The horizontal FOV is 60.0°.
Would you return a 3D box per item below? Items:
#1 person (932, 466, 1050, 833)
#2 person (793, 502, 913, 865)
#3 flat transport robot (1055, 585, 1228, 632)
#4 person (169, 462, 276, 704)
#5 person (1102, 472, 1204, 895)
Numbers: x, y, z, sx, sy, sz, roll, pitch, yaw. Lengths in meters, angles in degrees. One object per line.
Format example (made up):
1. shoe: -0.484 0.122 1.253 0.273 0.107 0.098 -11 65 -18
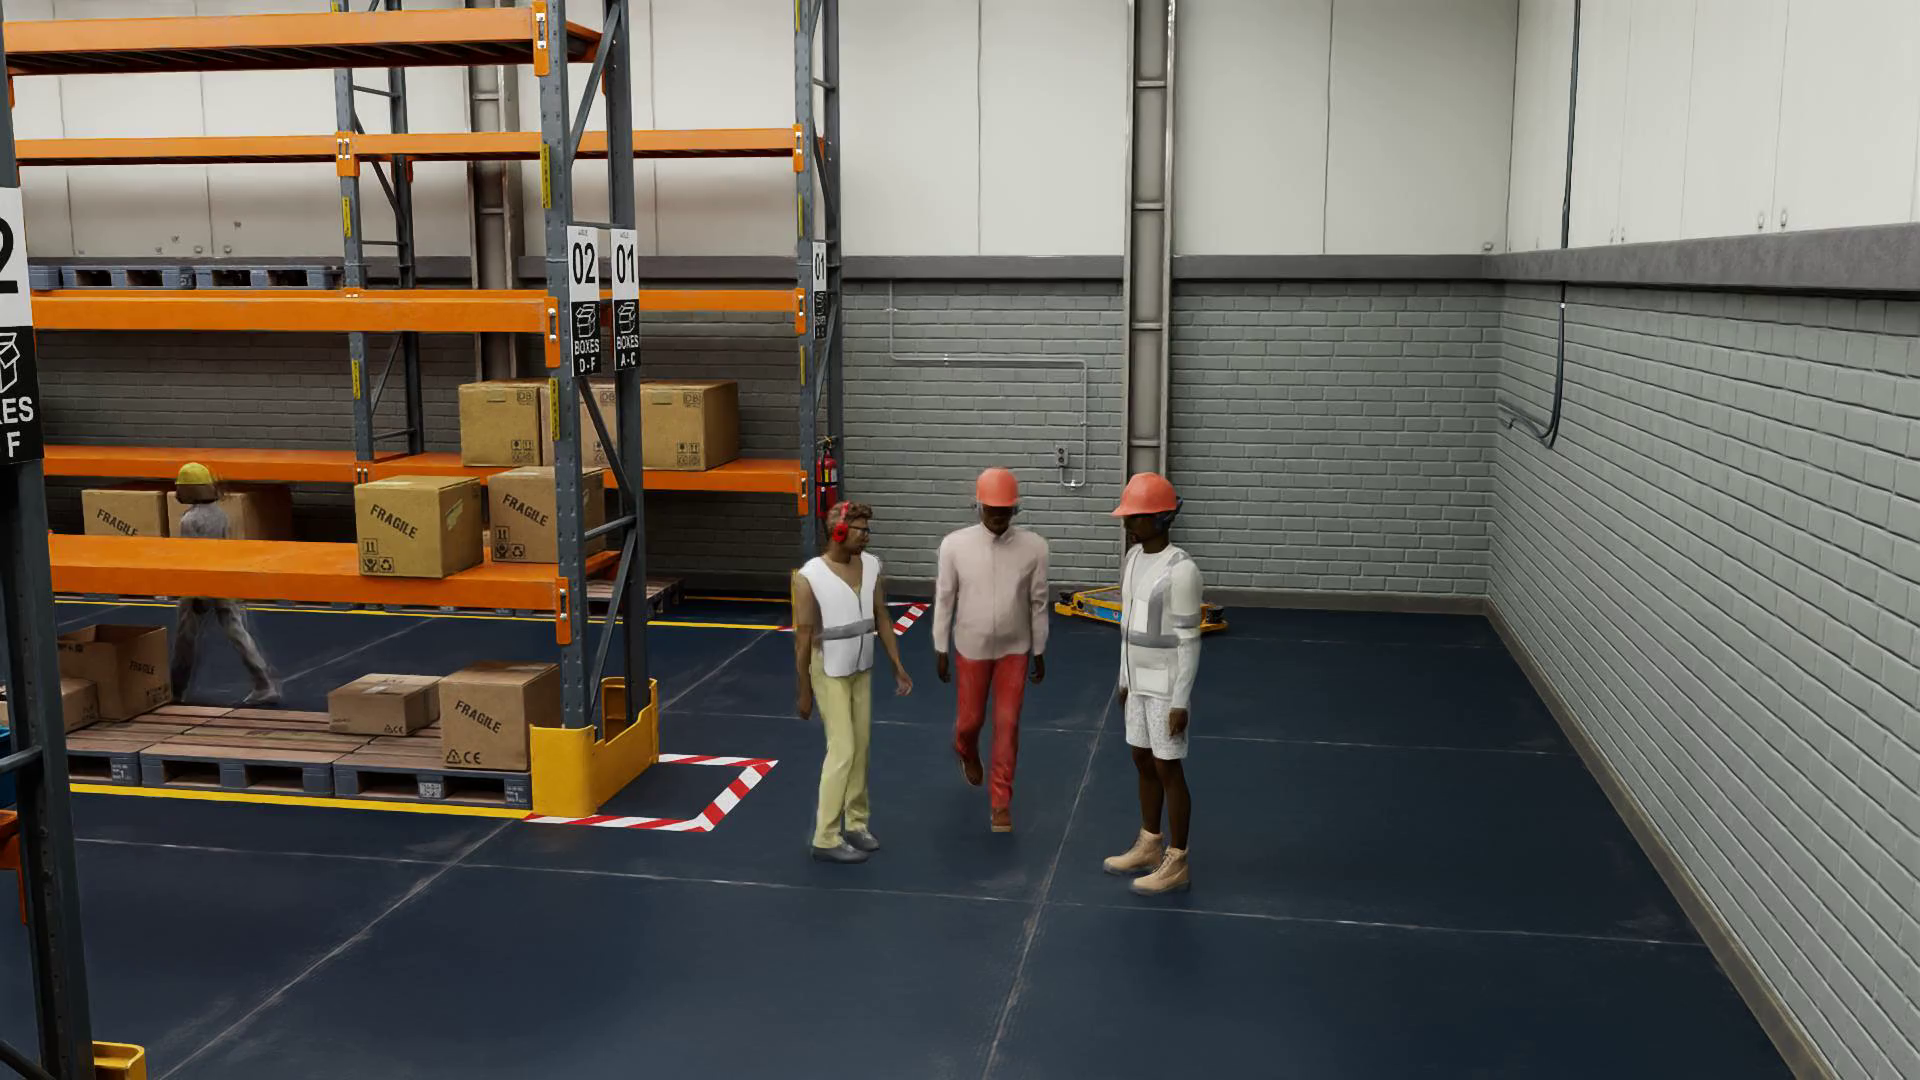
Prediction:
1. person: 0.159 0.550 9.062 0.636 1.972 0.724 -1 9 -7
2. person: -0.571 0.719 8.504 0.560 1.827 0.583 6 11 33
3. flat transport robot: 1.522 0.588 14.109 0.652 0.197 1.431 -7 12 -38
4. person: -5.163 0.307 11.450 0.910 1.697 0.502 2 9 11
5. person: 0.914 0.687 8.021 0.395 2.039 0.613 -4 10 -22
